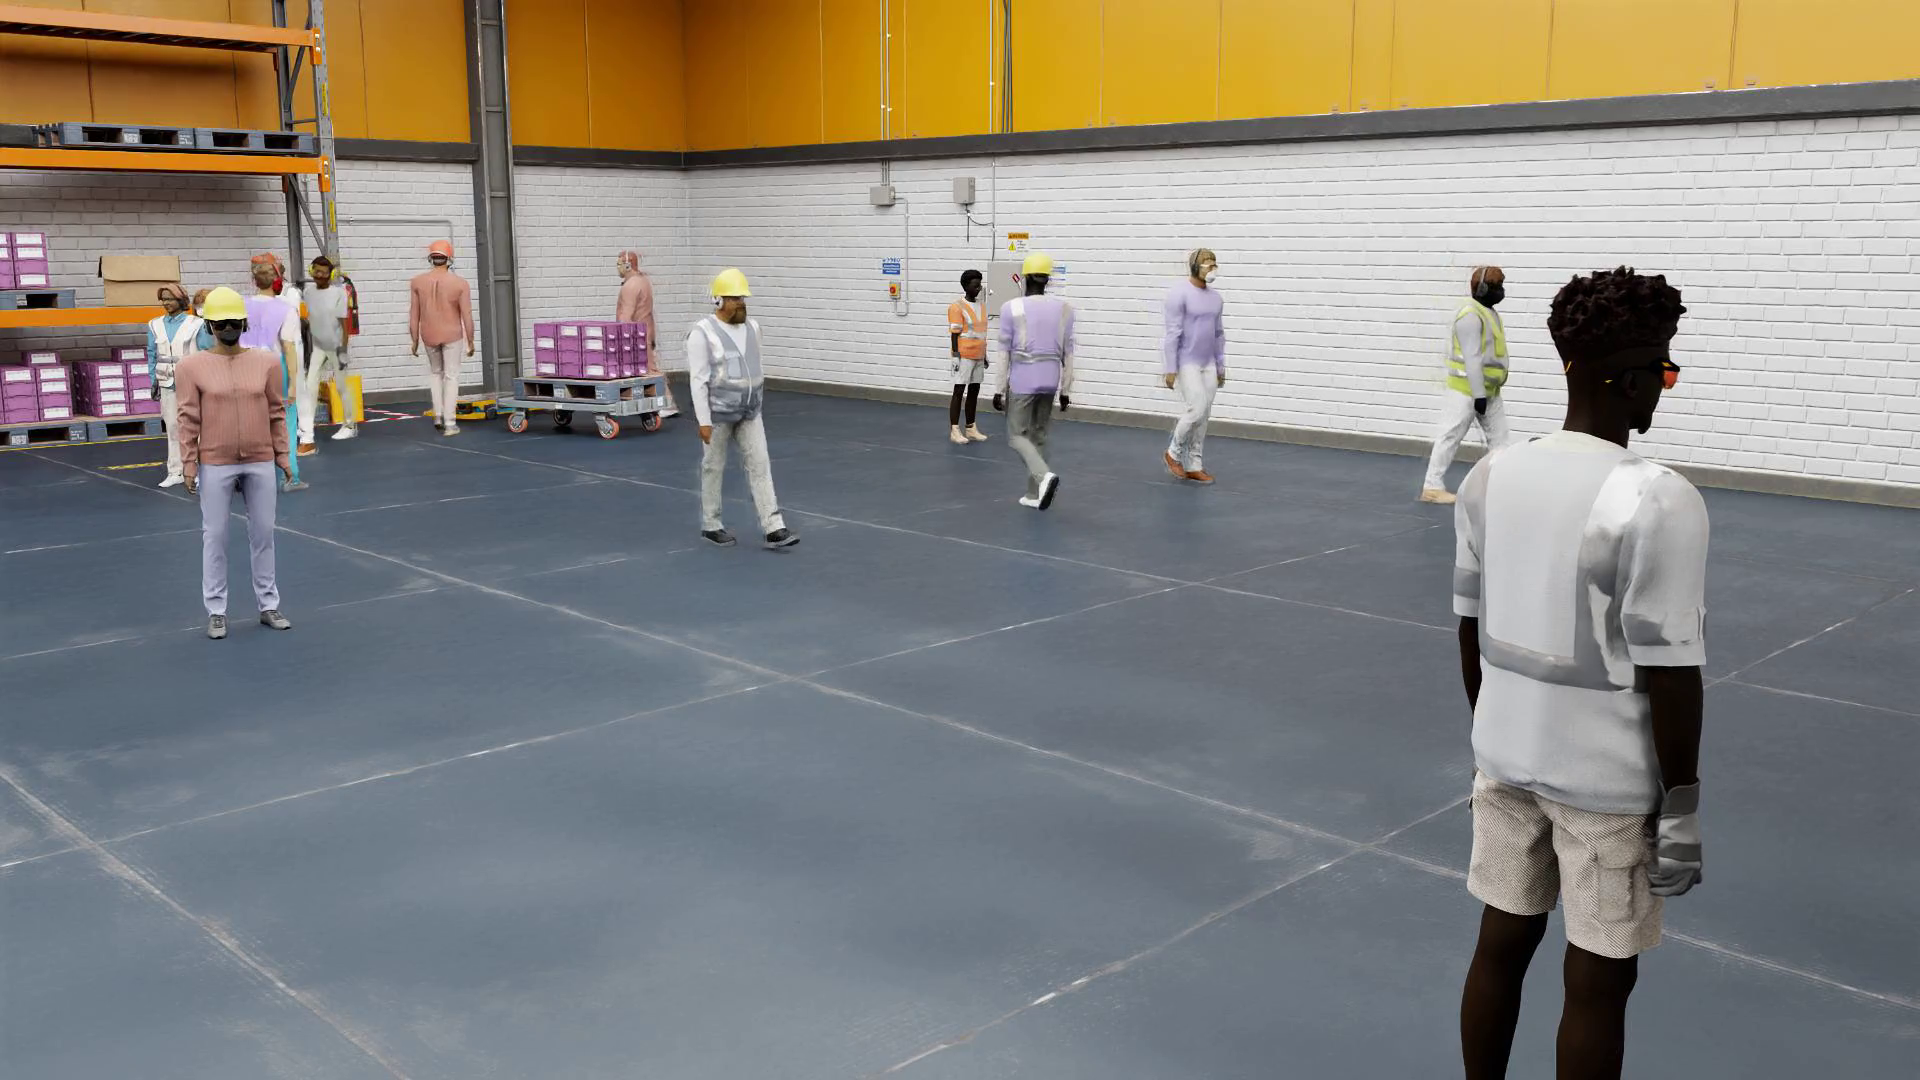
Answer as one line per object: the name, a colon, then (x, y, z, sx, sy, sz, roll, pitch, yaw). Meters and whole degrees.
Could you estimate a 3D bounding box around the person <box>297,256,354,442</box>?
person: (-6.203, -1.840, 16.195, 0.544, 1.813, 0.981, 2, 11, 13)

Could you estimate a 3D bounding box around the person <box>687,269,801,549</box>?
person: (-1.390, -0.811, 10.608, 0.625, 1.799, 0.854, -10, 14, -43)

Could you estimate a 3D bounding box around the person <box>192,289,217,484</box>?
person: (-6.156, -1.270, 13.710, 0.521, 1.584, 0.874, 2, 11, 11)

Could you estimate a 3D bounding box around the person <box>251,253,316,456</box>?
person: (-6.213, -1.648, 15.021, 0.601, 1.850, 0.887, 4, 11, 19)

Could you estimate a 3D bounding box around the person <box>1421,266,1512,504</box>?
person: (3.906, -1.123, 12.349, 0.972, 1.786, 0.644, 7, 13, 34)

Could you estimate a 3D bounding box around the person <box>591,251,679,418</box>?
person: (-3.601, -2.260, 18.407, 1.022, 1.848, 0.653, 0, 10, 1)

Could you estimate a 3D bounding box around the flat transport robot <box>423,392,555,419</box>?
flat transport robot: (-5.233, -1.521, 18.665, 0.652, 0.197, 1.431, 7, 12, 33)

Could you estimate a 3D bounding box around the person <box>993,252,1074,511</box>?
person: (0.558, -1.140, 12.128, 0.607, 1.907, 0.658, -5, 12, -26)

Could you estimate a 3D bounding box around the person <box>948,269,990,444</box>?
person: (0.094, -1.789, 16.231, 0.318, 1.697, 0.540, 9, 13, 39)

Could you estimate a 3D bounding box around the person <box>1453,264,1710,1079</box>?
person: (1.237, 0.443, 3.330, 0.367, 1.966, 0.606, -5, 11, -25)

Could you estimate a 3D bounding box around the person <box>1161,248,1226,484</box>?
person: (1.931, -1.395, 13.478, 0.647, 1.920, 0.436, -9, 14, -42)

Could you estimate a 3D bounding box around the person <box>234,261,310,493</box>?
person: (-5.405, -1.242, 12.907, 0.577, 1.823, 0.665, 3, 11, 14)

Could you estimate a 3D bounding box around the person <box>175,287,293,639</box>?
person: (-3.653, -0.389, 8.414, 0.534, 1.767, 0.317, -8, 13, -37)

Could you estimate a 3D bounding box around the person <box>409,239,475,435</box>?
person: (-5.263, -2.069, 16.998, 0.635, 1.973, 0.556, 0, 10, 3)

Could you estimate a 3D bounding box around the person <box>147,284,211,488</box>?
person: (-6.251, -1.233, 13.363, 0.525, 1.639, 0.307, 1, 10, 3)
